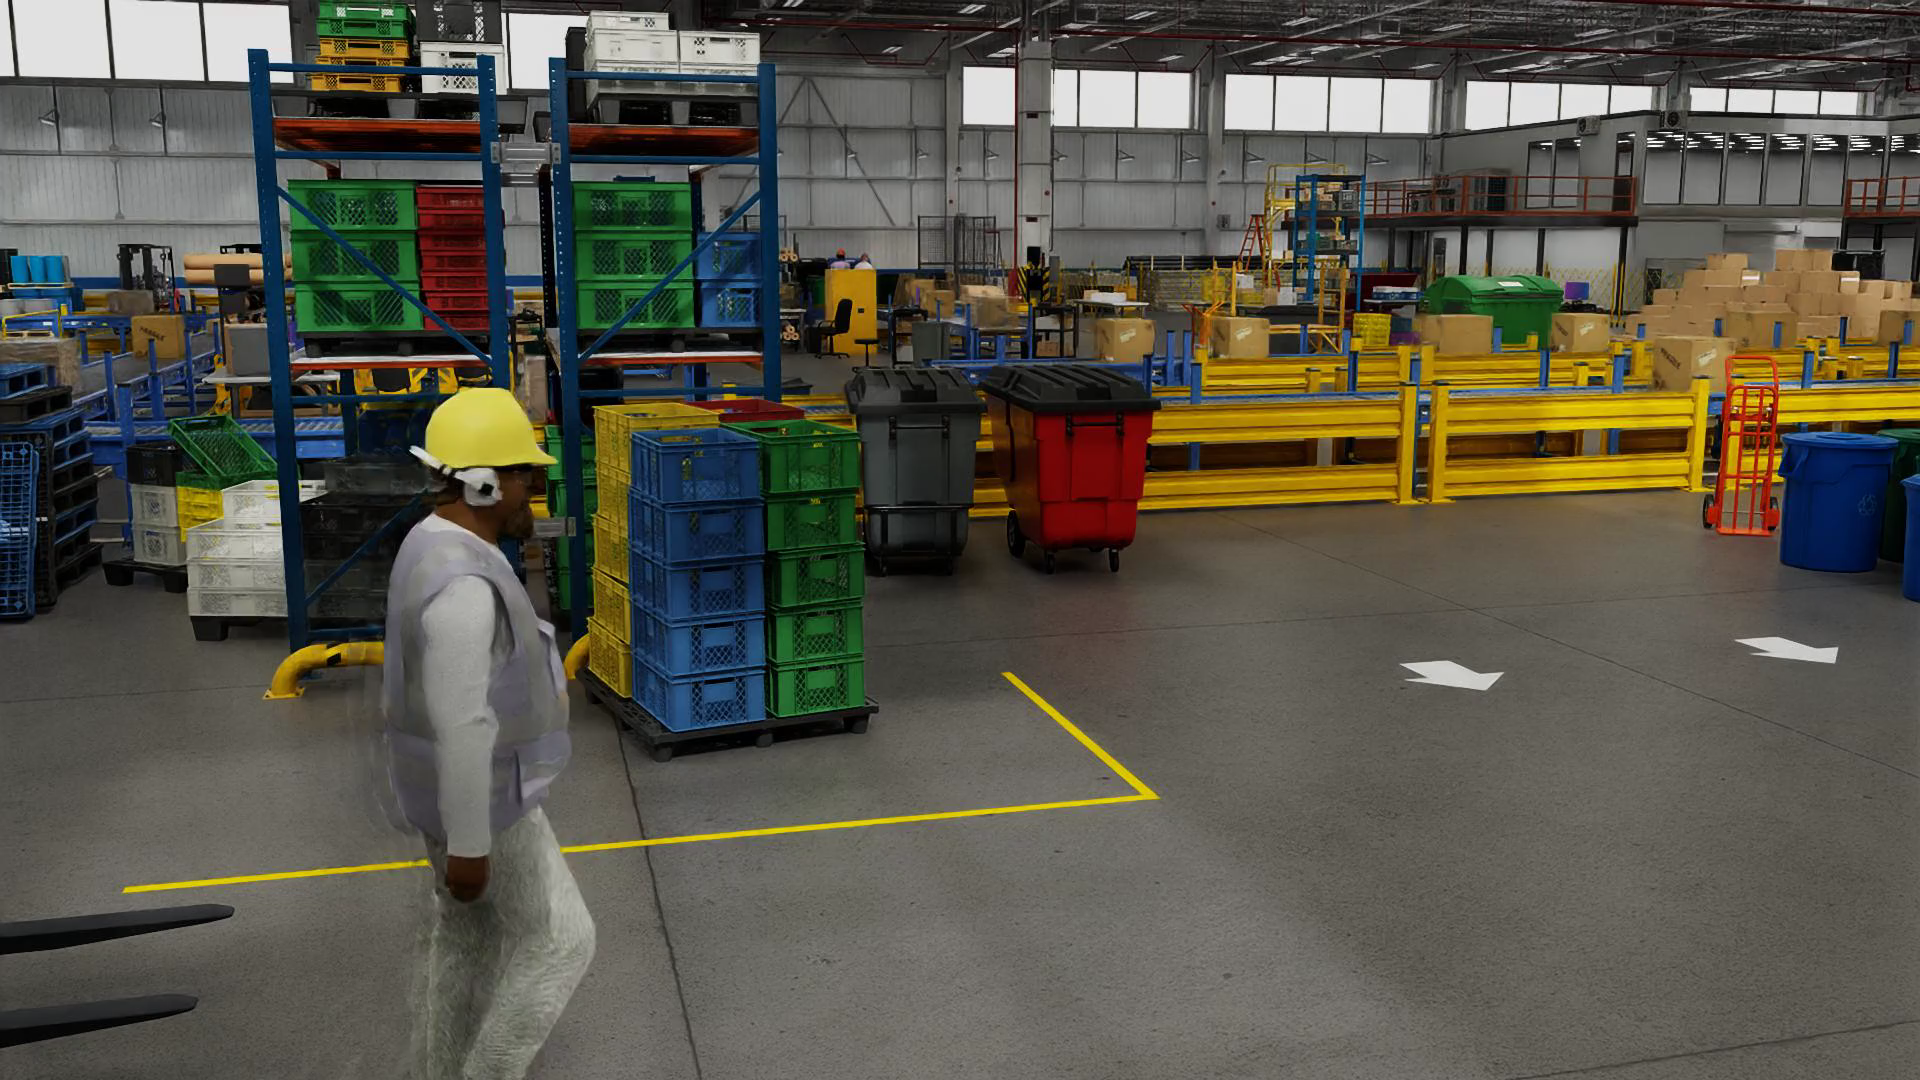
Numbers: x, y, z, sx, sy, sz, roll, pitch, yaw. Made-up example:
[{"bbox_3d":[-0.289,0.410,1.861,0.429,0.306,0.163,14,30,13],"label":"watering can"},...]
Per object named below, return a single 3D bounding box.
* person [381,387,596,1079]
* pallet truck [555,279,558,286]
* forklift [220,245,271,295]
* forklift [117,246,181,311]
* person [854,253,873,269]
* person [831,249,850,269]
[{"bbox_3d":[-1.080,0.561,3.804,0.430,1.816,0.601,-5,11,-25],"label":"person"},{"bbox_3d":[-10.604,-6.375,44.520,0.653,1.274,1.630,-3,10,-15],"label":"pallet truck"},{"bbox_3d":[-17.749,-6.334,41.440,1.157,1.987,2.680,-3,10,-17],"label":"forklift"},{"bbox_3d":[-19.966,-6.232,40.894,1.157,1.987,2.680,-3,10,-15],"label":"forklift"},{"bbox_3d":[-2.899,-7.793,50.841,0.651,1.907,0.409,5,11,26],"label":"person"},{"bbox_3d":[-3.436,-7.388,48.160,0.608,2.044,0.371,2,10,12],"label":"person"}]
